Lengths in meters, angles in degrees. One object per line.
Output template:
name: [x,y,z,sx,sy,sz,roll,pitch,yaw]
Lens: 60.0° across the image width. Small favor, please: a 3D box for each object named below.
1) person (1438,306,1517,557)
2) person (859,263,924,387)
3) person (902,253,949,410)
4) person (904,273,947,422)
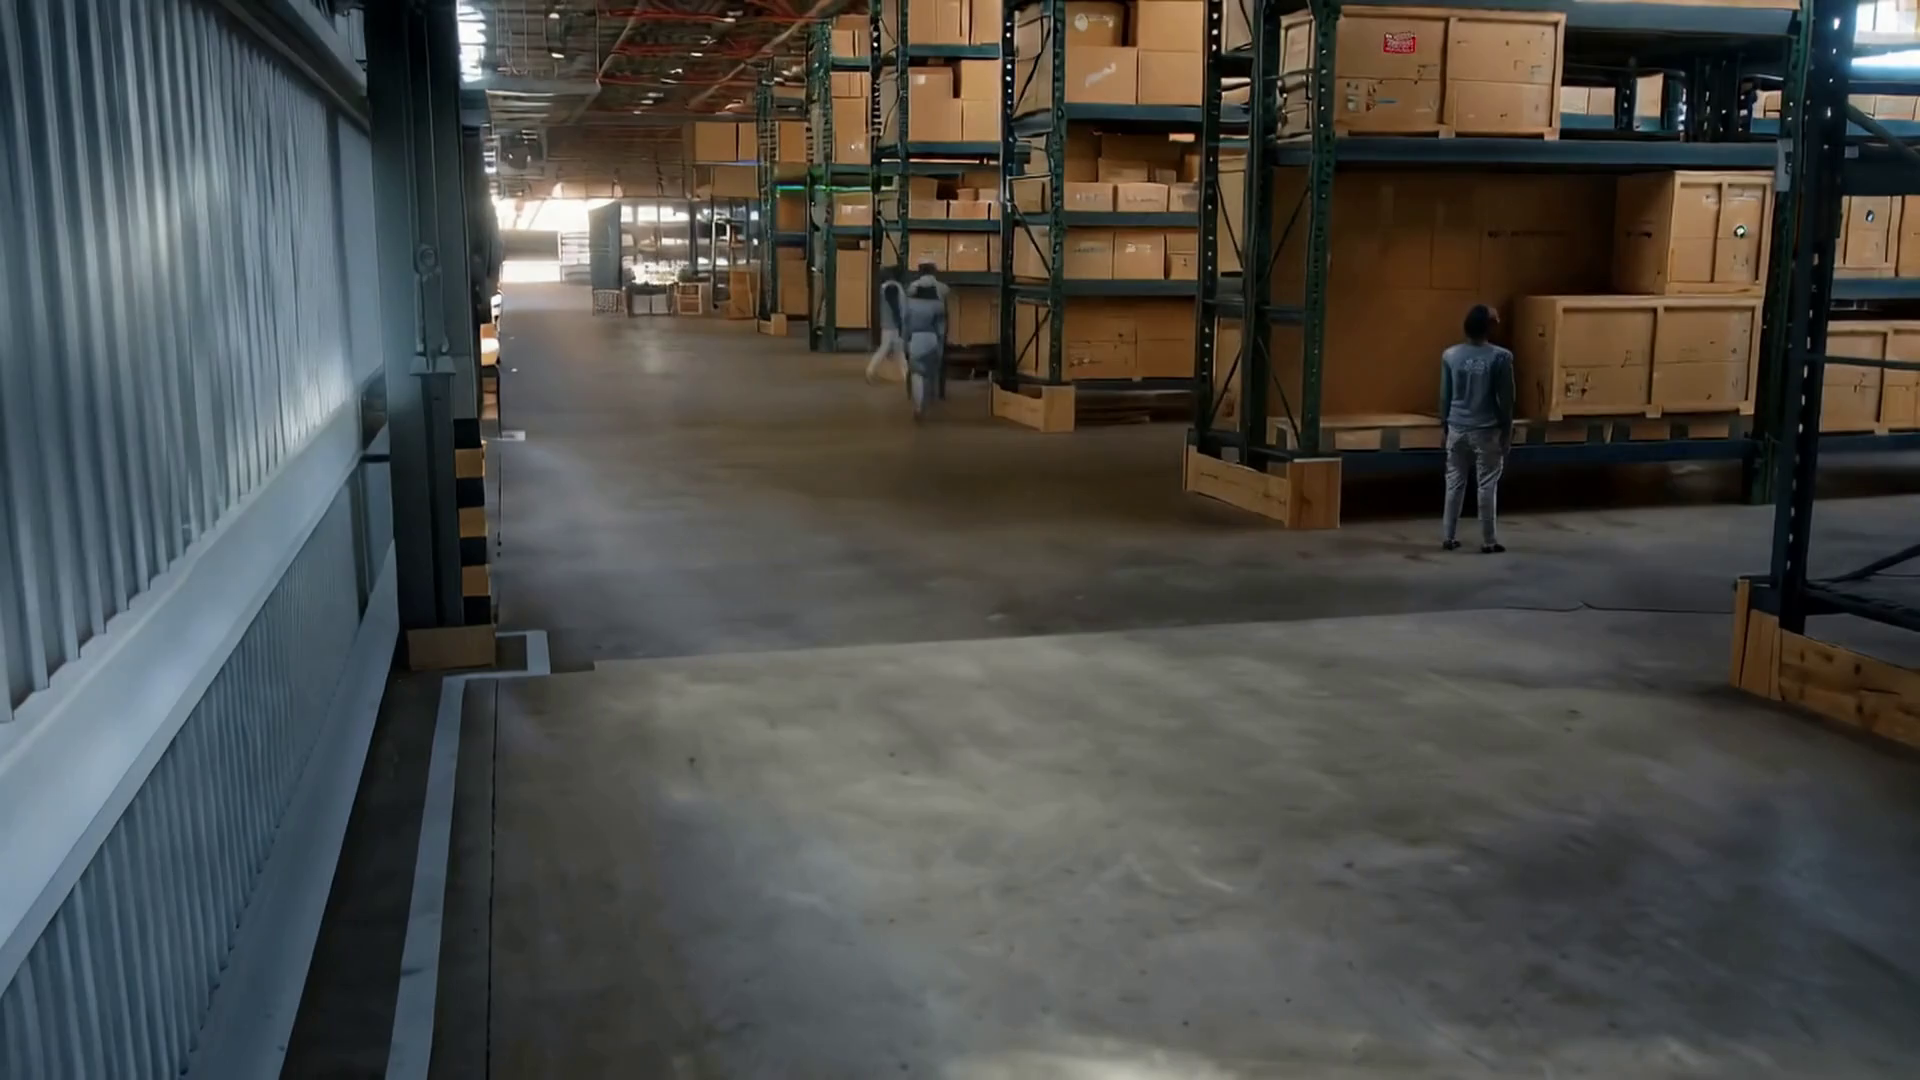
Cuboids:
person: [3.381,-0.710,10.907,0.513,1.640,0.309,8,13,38]
person: [-1.010,-3.085,23.955,0.910,1.795,0.616,1,10,8]
person: [-0.425,-2.609,20.782,0.630,1.950,1.031,-3,10,-17]
person: [-0.394,-2.207,19.155,0.493,1.716,0.732,0,10,0]
